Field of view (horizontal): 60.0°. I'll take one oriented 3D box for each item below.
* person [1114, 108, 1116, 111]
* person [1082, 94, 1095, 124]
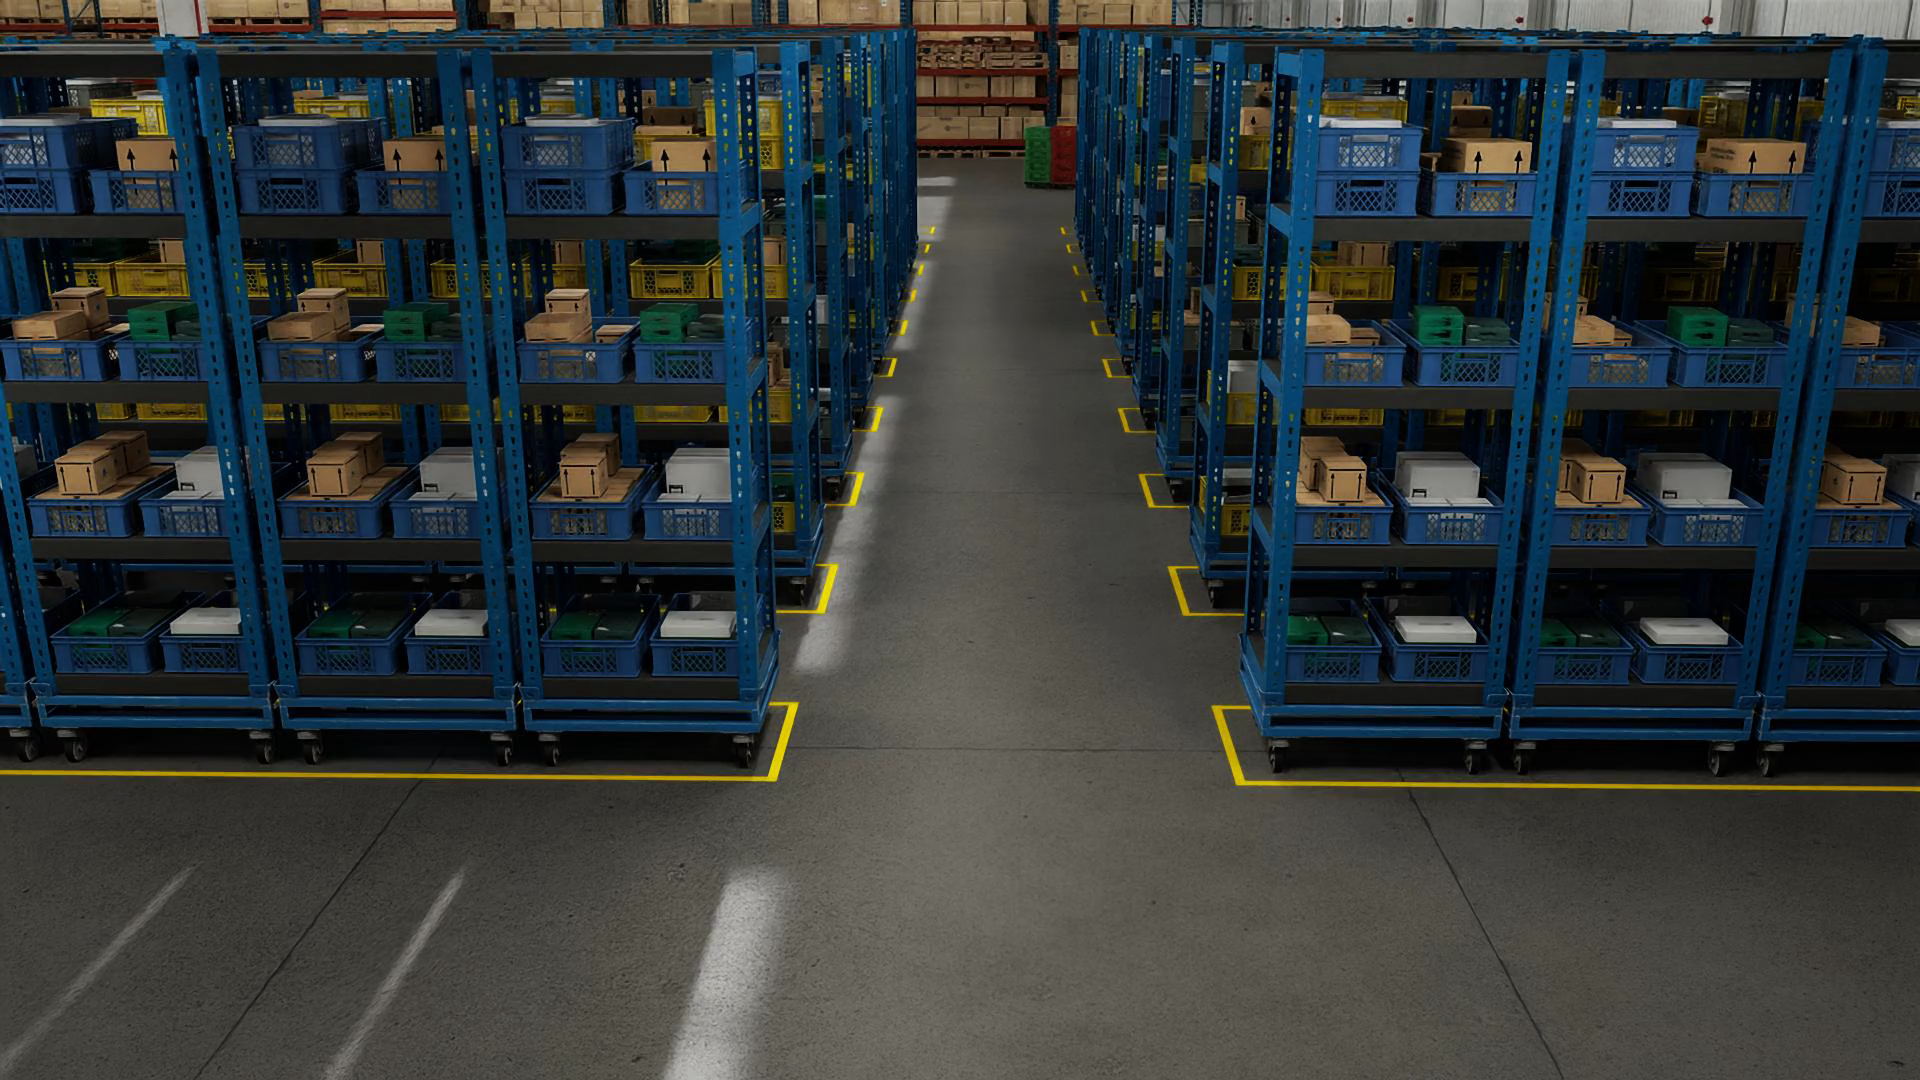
[{"bbox_3d":[4.149,-11.132,44.949,0.331,1.768,0.526,1,17,5],"label":"person"},{"bbox_3d":[3.318,-10.506,42.576,0.614,1.993,0.395,-1,17,-3],"label":"person"}]
